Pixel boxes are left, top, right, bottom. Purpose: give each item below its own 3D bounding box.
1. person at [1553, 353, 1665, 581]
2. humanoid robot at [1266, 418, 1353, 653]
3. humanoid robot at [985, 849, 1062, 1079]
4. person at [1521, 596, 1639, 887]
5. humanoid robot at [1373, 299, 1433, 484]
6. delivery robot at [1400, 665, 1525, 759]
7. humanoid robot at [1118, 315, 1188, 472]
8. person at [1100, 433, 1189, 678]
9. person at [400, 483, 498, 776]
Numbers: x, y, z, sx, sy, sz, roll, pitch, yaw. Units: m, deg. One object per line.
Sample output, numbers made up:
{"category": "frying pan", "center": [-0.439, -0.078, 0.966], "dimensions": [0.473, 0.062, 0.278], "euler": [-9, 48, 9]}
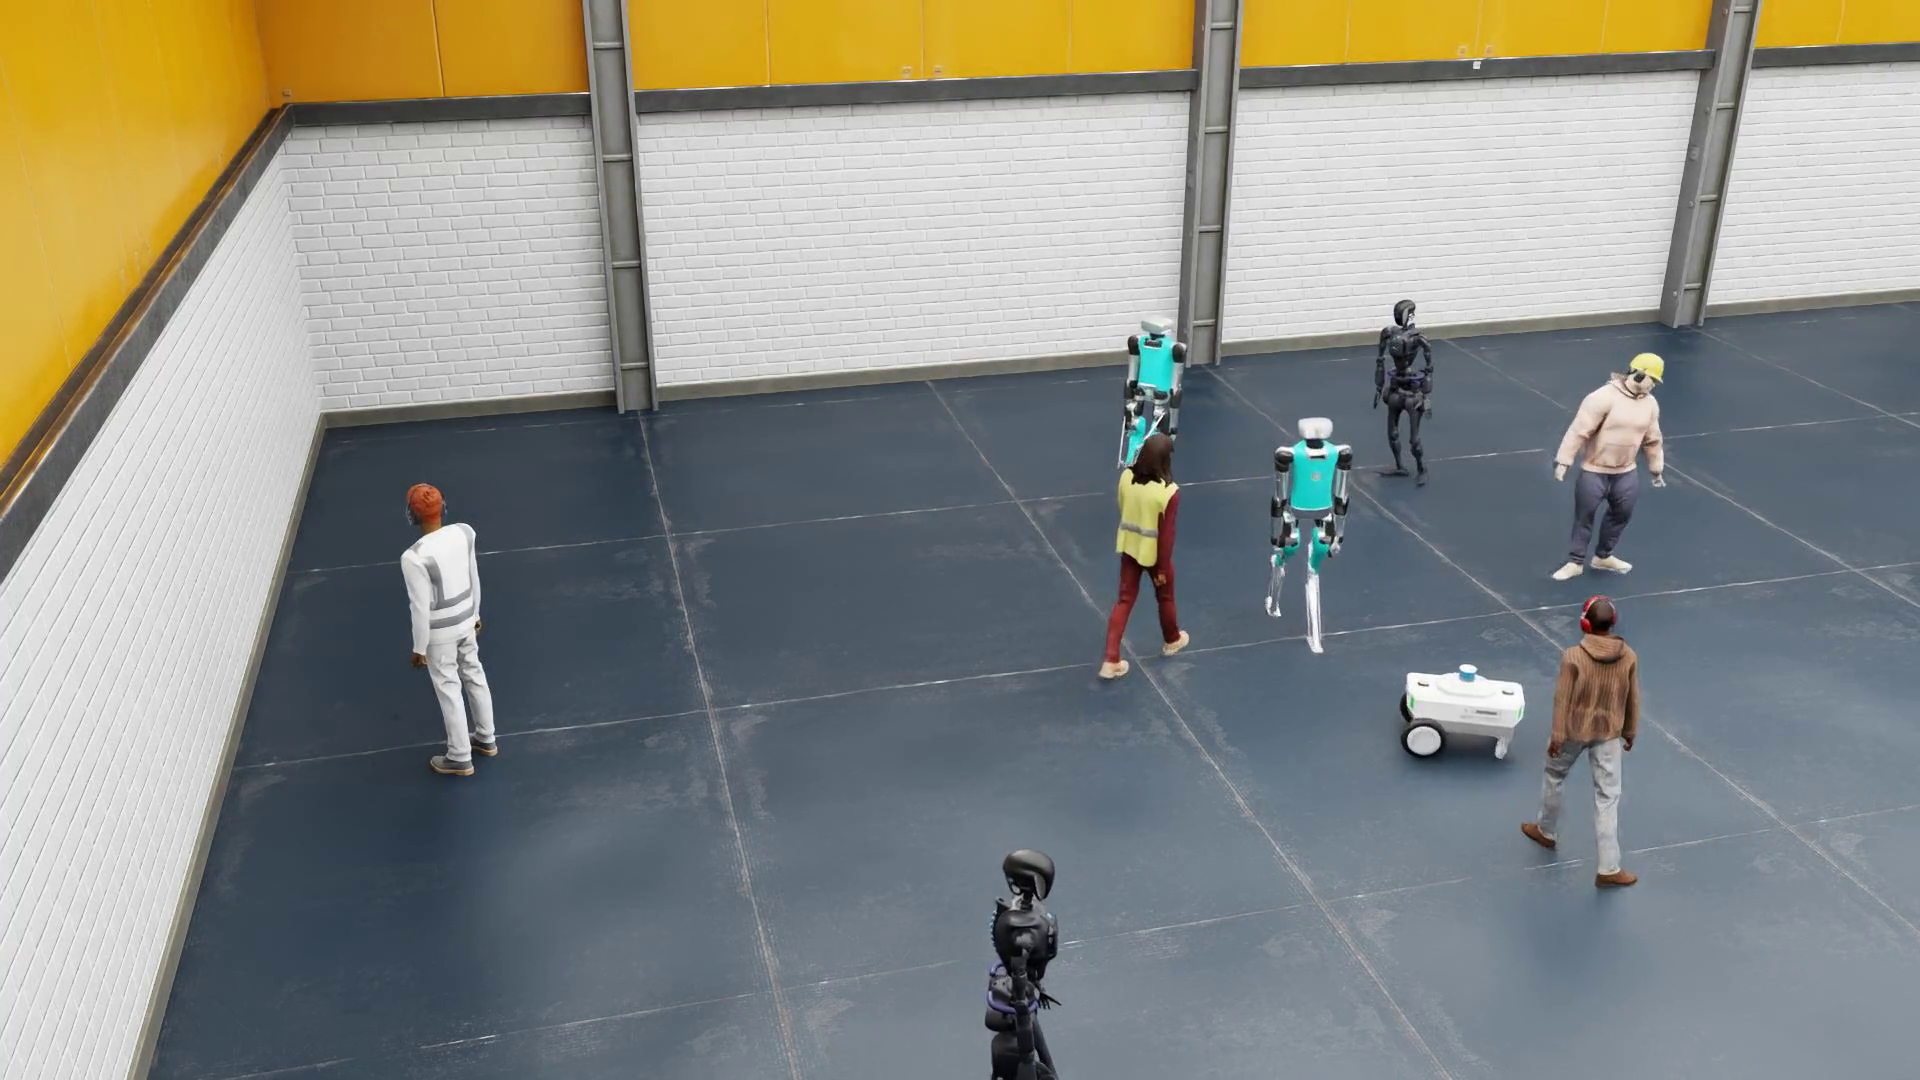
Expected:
{"category": "person", "center": [4.923, -0.555, 12.701], "dimensions": [0.855, 1.823, 0.413], "euler": [-3, 24, -7]}
{"category": "humanoid robot", "center": [2.415, -0.108, 11.856], "dimensions": [0.551, 1.823, 0.906], "euler": [0, 24, 0]}
{"category": "humanoid robot", "center": [0.265, 2.020, 7.081], "dimensions": [0.785, 1.623, 0.602], "euler": [2, 24, 5]}
{"category": "person", "center": [3.537, 1.105, 9.187], "dimensions": [0.553, 1.610, 0.626], "euler": [2, 24, 4]}
{"category": "humanoid robot", "center": [3.936, -1.312, 14.590], "dimensions": [0.408, 1.638, 0.617], "euler": [-19, 30, -37]}
{"category": "delivery robot", "center": [3.168, 1.070, 10.575], "dimensions": [0.766, 0.594, 0.528], "euler": [5, 24, 11]}
{"category": "humanoid robot", "center": [1.470, -0.912, 13.634], "dimensions": [0.544, 1.768, 0.884], "euler": [17, 29, 33]}
{"category": "person", "center": [1.279, 0.087, 11.363], "dimensions": [0.470, 1.725, 0.914], "euler": [17, 29, 33]}
{"category": "person", "center": [-3.122, 0.544, 10.123], "dimensions": [0.340, 1.880, 0.579], "euler": [11, 26, 23]}
